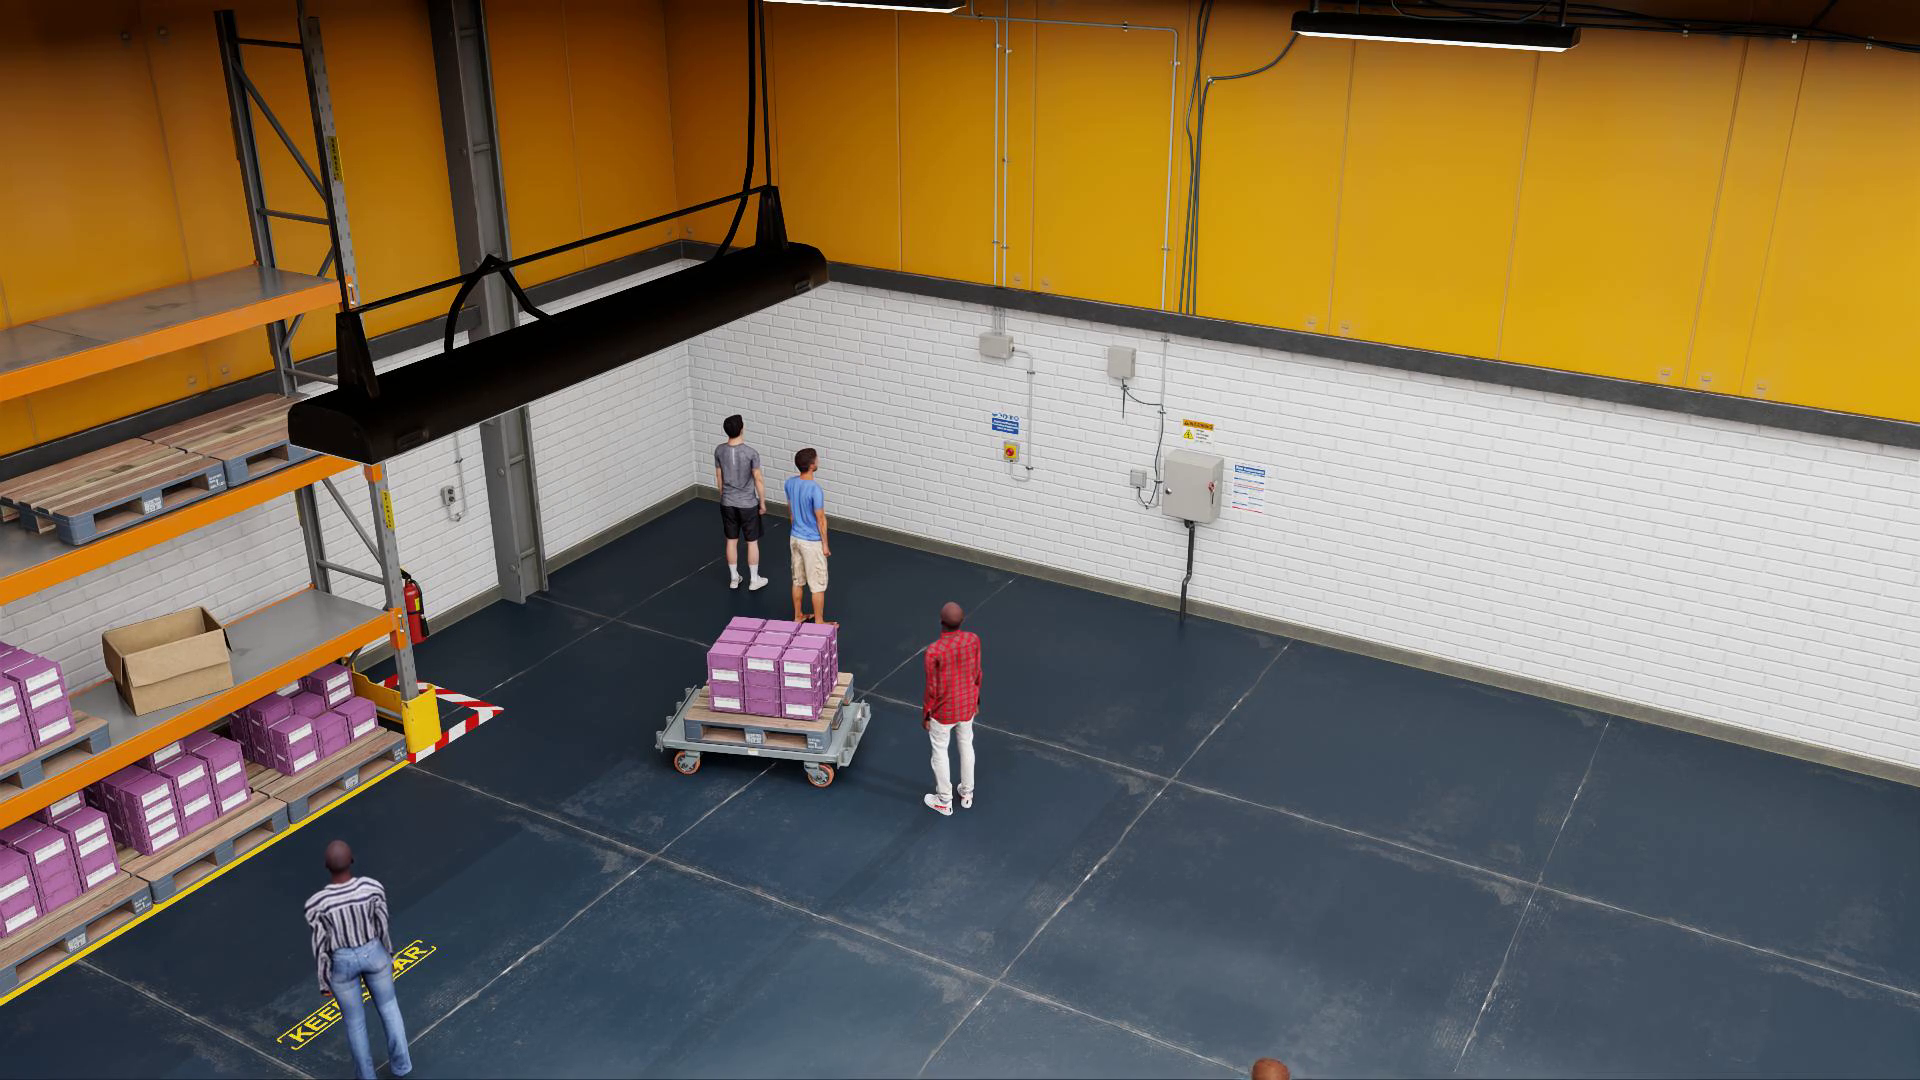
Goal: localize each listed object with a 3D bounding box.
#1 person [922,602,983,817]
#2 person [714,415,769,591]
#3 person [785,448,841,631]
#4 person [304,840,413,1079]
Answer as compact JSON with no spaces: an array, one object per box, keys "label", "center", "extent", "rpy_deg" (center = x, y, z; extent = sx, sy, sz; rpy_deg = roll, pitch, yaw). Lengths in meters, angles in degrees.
[{"label":"person","center":[-0.058,1.301,13.068],"extent":[0.708,1.820,0.816],"rpy_deg":[-12,26,-26]},{"label":"person","center":[-2.237,-0.383,16.856],"extent":[0.709,1.871,0.646],"rpy_deg":[6,24,14]},{"label":"person","center":[-1.463,0.000,15.990],"extent":[0.683,1.864,0.626],"rpy_deg":[19,30,36]},{"label":"person","center":[-3.654,2.605,10.117],"extent":[0.627,1.794,0.753],"rpy_deg":[-15,28,-30]}]
